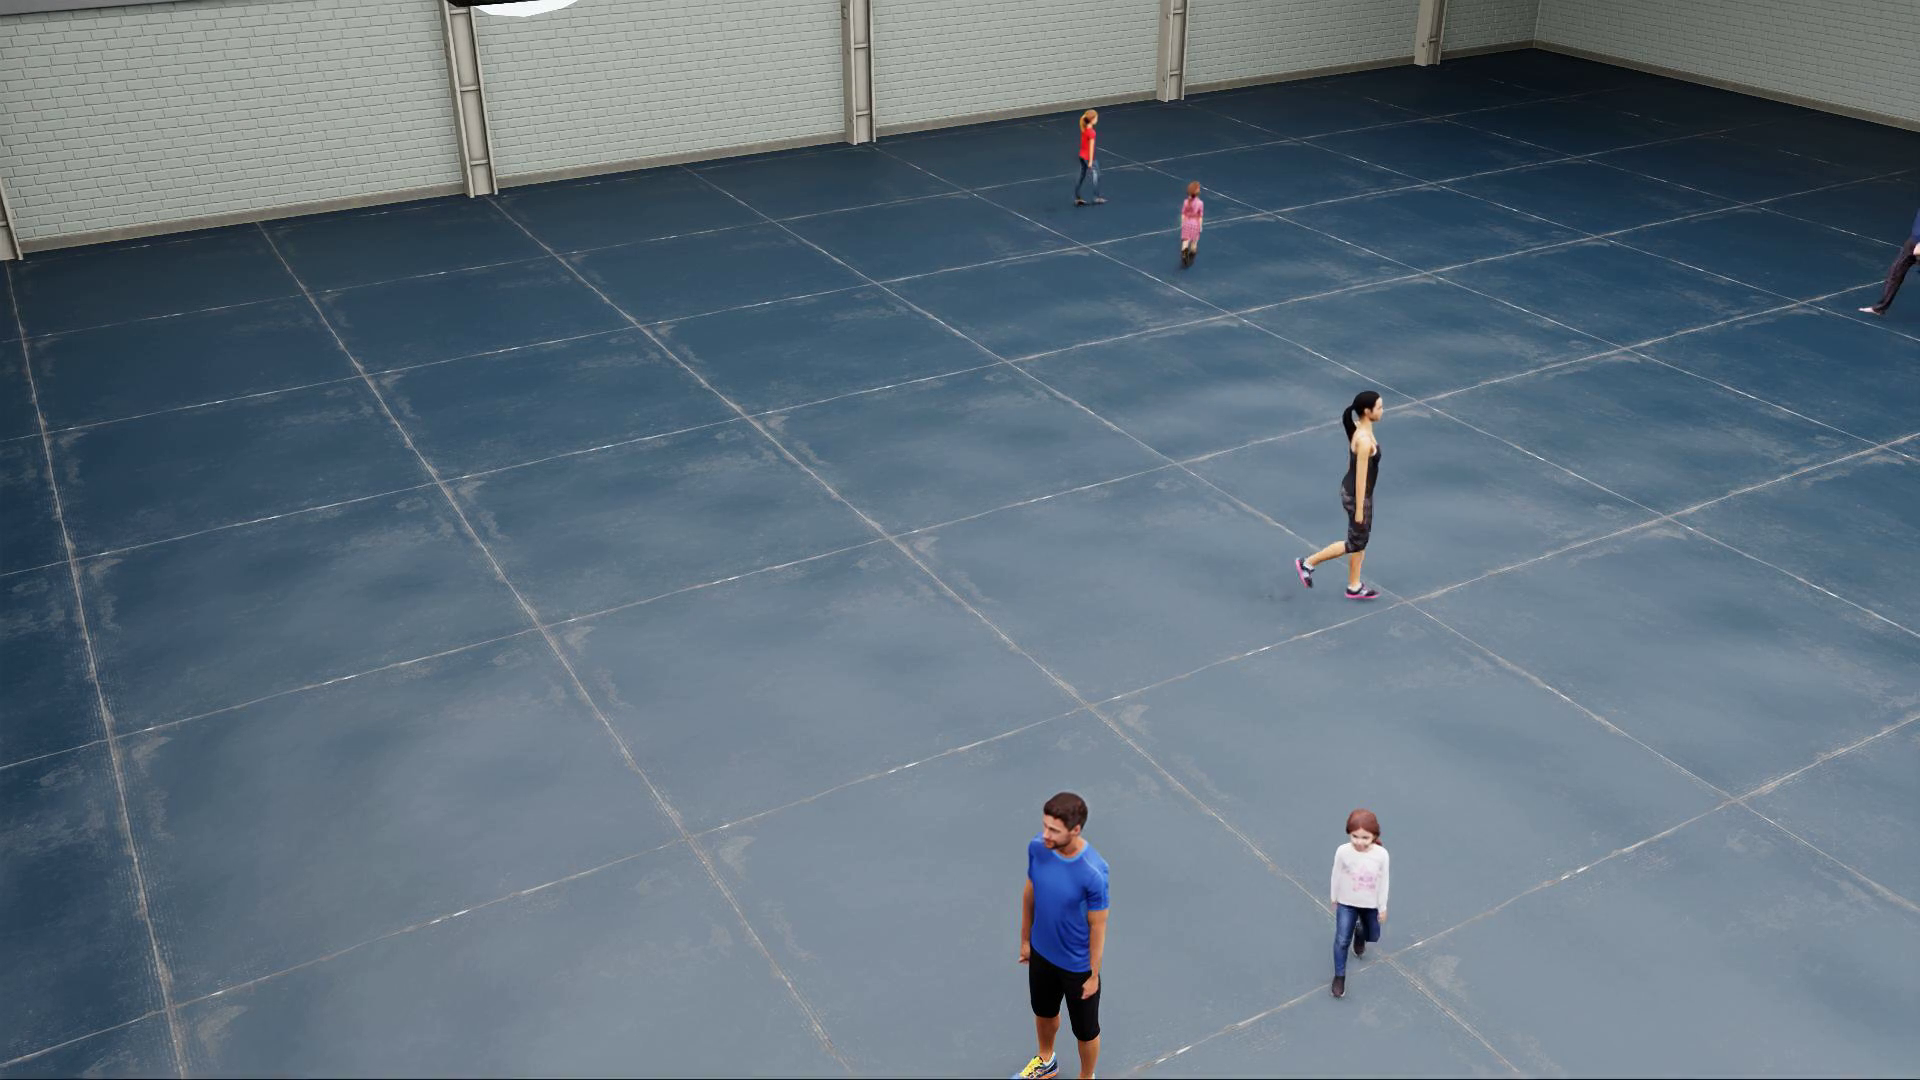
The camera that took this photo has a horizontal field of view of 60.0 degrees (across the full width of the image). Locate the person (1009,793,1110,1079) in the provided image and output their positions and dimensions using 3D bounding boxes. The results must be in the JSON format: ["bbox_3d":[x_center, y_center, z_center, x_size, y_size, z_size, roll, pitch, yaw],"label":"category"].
[{"bbox_3d":[0.517,1.988,8.060,0.679,1.866,0.656,22,35,36],"label":"person"}]

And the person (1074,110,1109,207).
[{"bbox_3d":[1.673,-5.183,22.610,0.668,1.295,0.473,-15,31,-26],"label":"person"}]

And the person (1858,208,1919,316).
[{"bbox_3d":[10.696,-3.233,18.246,1.225,1.823,1.232,10,29,18],"label":"person"}]

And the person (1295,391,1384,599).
[{"bbox_3d":[2.937,-0.314,12.701,0.996,1.710,0.882,3,27,5],"label":"person"}]

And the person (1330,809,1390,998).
[{"bbox_3d":[2.172,1.920,9.026,0.697,1.102,0.734,5,28,9],"label":"person"}]

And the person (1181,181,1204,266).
[{"bbox_3d":[2.826,-3.872,20.377,0.682,1.008,0.769,9,29,17],"label":"person"}]
